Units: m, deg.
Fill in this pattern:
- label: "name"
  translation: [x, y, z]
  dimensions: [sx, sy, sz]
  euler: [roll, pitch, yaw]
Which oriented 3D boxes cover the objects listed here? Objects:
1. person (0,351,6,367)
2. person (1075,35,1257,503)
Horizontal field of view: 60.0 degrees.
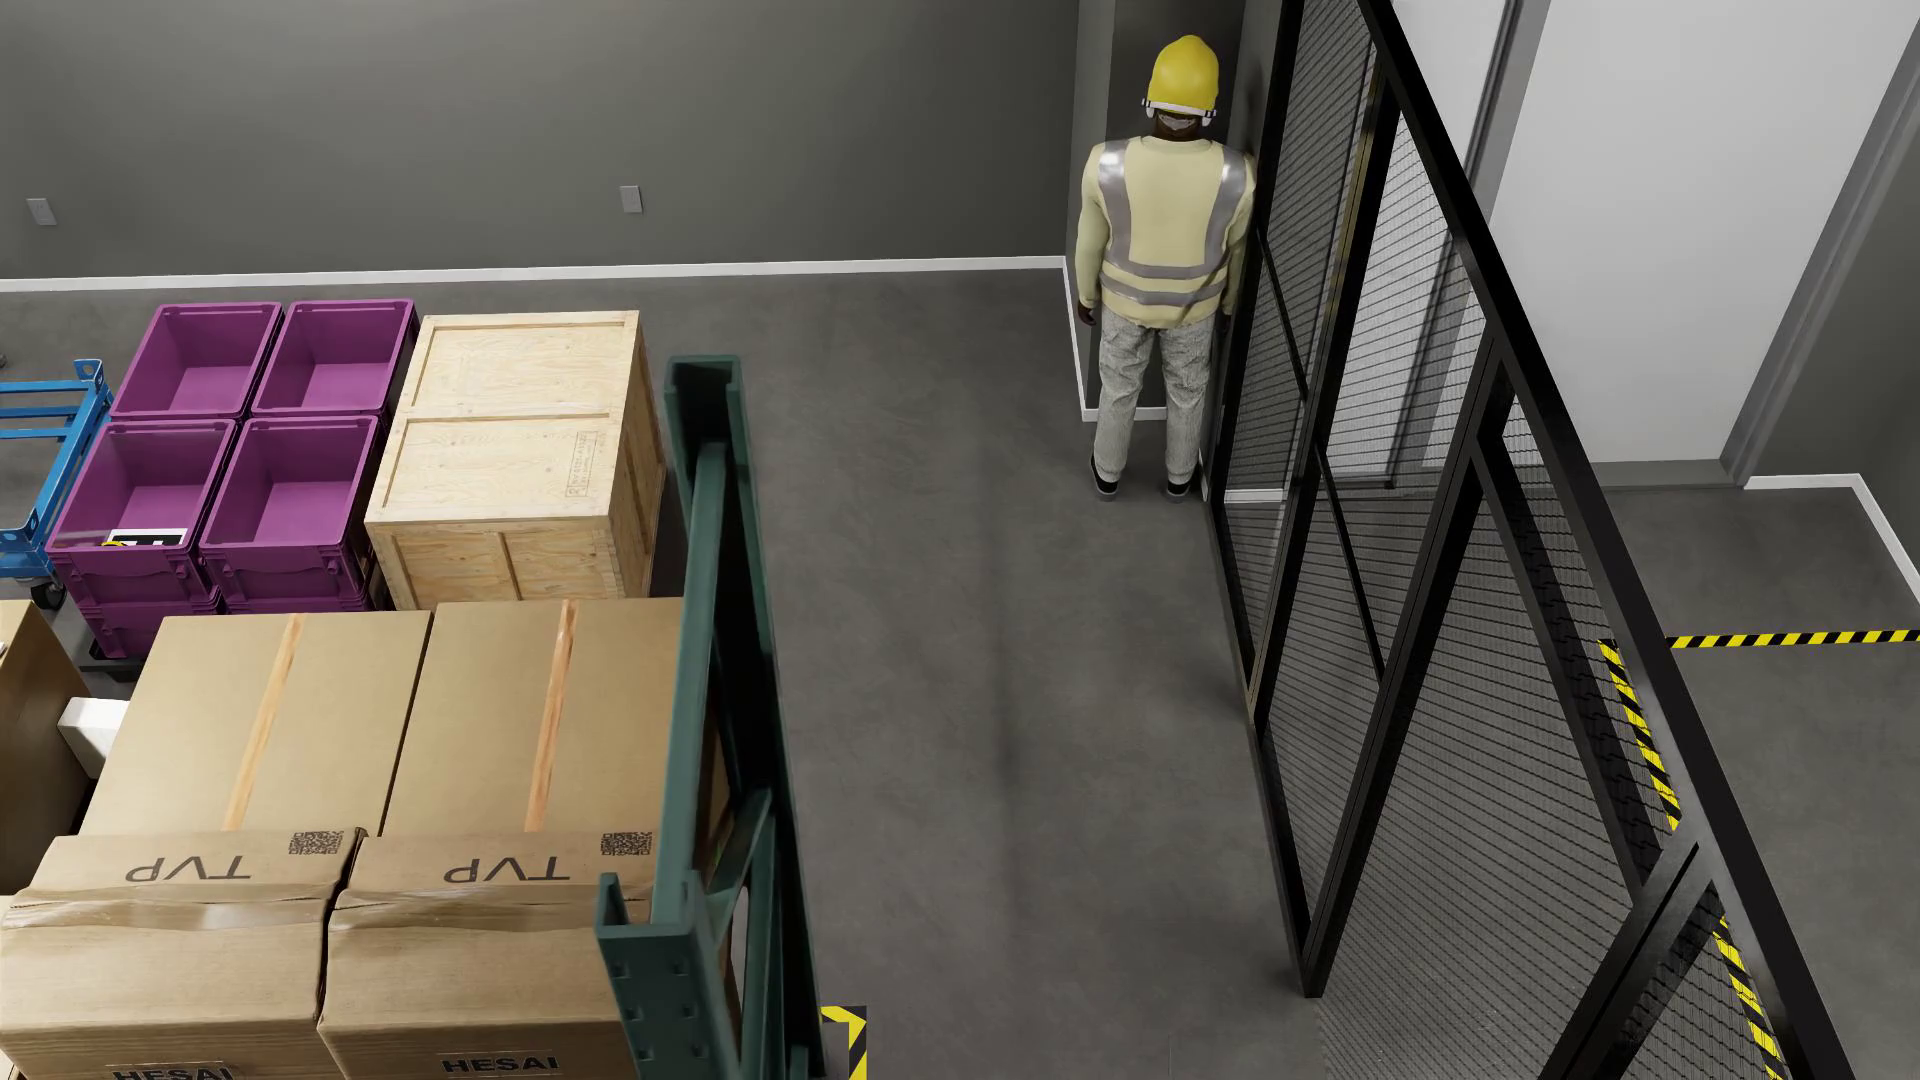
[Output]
- label: "person"
  translation: [-4.031, -1.264, 5.963]
  dimensions: [0.362, 1.939, 0.635]
  euler: [-4, 46, -4]
- label: "person"
  translation: [0.684, -0.856, 5.646]
  dimensions: [0.595, 1.832, 0.404]
  euler: [4, 46, 4]
